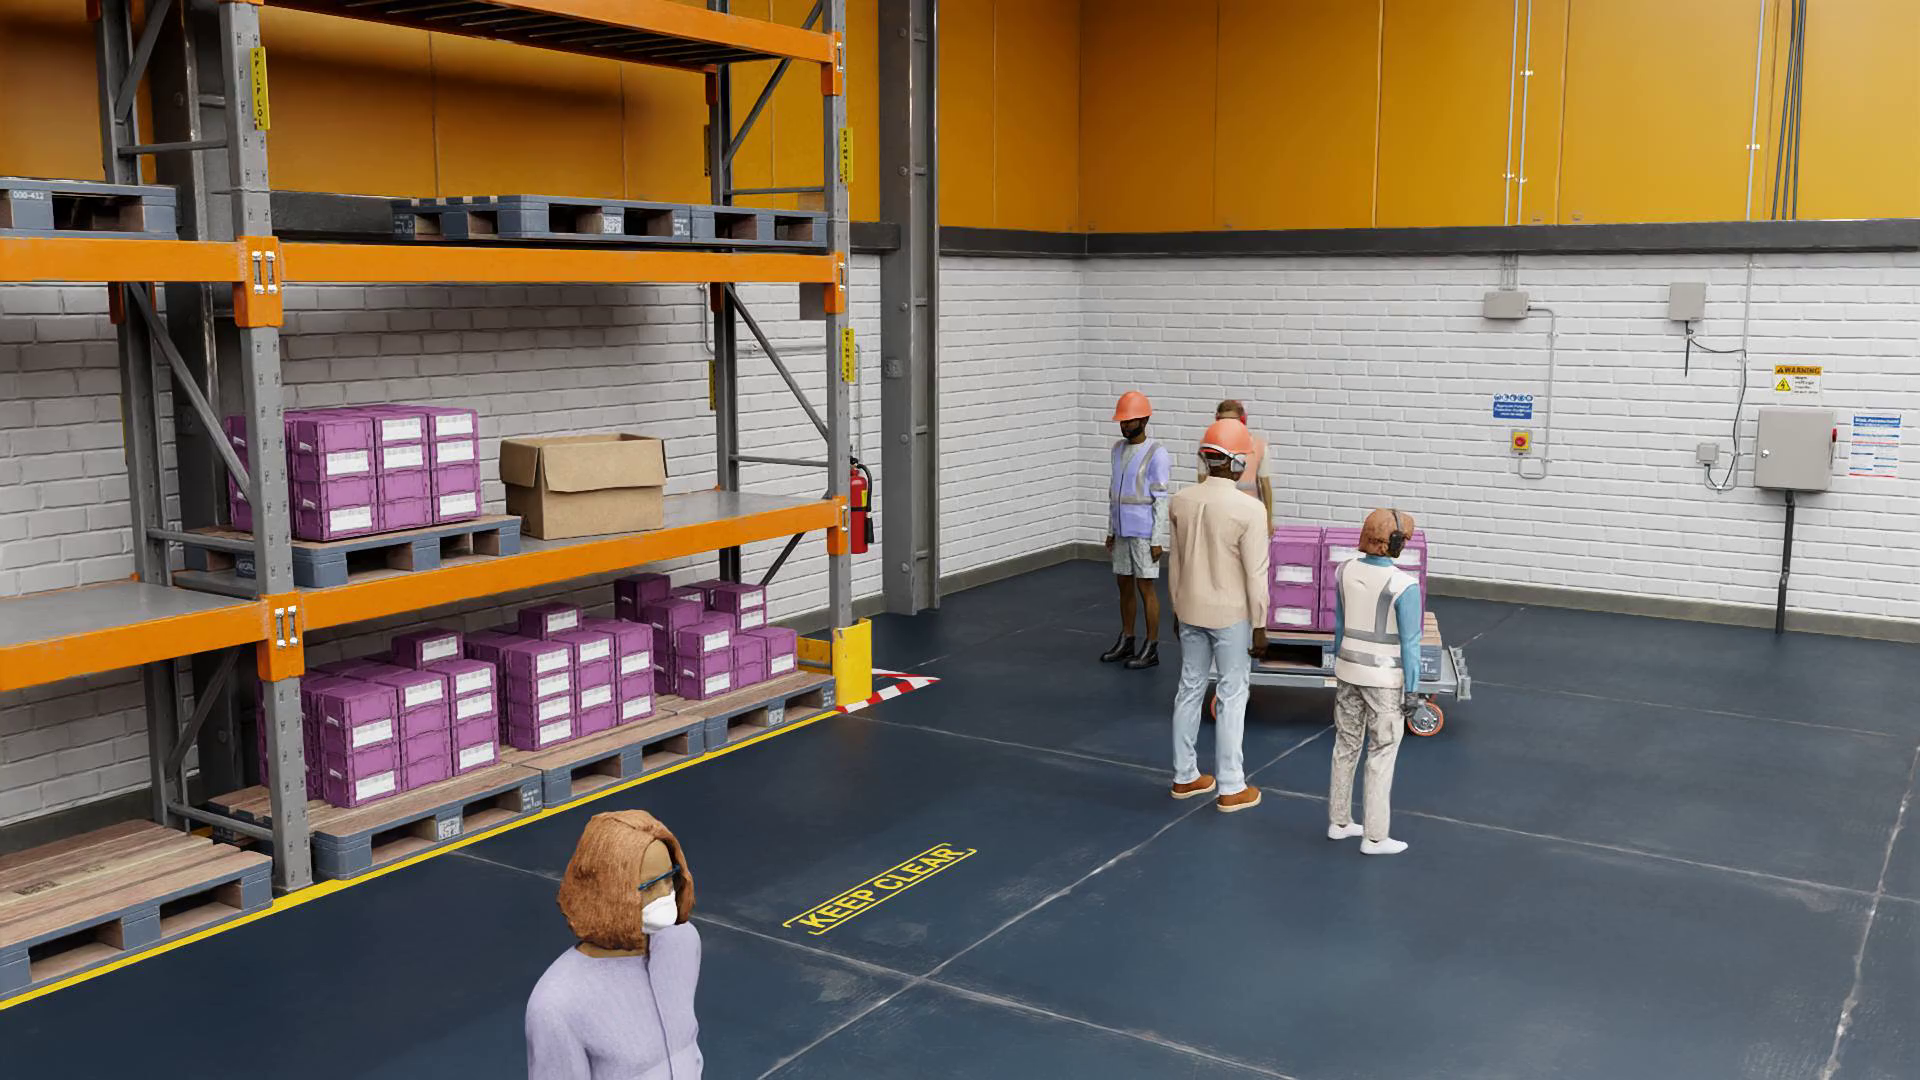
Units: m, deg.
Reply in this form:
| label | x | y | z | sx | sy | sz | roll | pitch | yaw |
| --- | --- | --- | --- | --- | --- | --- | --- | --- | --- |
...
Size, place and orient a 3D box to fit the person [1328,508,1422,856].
| label | x | y | z | sx | sy | sz | roll | pitch | yaw |
| --- | --- | --- | --- | --- | --- | --- | --- | --- | --- |
| person | 1.932 | 0.660 | 7.759 | 0.320 | 1.631 | 0.525 | -5 | 10 | -32 |

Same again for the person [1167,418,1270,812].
| label | x | y | z | sx | sy | sz | roll | pitch | yaw |
| --- | --- | --- | --- | --- | --- | --- | --- | --- | --- |
| person | 1.319 | 0.376 | 8.462 | 0.399 | 1.988 | 0.615 | -8 | 12 | -42 |

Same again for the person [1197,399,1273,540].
| label | x | y | z | sx | sy | sz | roll | pitch | yaw |
| --- | --- | --- | --- | --- | --- | --- | --- | --- | --- |
| person | 2.141 | -0.214 | 12.904 | 0.578 | 1.798 | 0.936 | 4 | 10 | 27 |

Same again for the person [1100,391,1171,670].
| label | x | y | z | sx | sy | sz | roll | pitch | yaw |
| --- | --- | --- | --- | --- | --- | --- | --- | --- | --- |
| person | 1.202 | -0.067 | 11.532 | 0.380 | 1.930 | 0.545 | -6 | 11 | -34 |

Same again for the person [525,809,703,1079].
| label | x | y | z | sx | sy | sz | roll | pitch | yaw |
| --- | --- | --- | --- | --- | --- | --- | --- | --- | --- |
| person | -0.659 | 1.335 | 3.360 | 0.285 | 1.633 | 0.497 | 4 | 10 | 25 |
